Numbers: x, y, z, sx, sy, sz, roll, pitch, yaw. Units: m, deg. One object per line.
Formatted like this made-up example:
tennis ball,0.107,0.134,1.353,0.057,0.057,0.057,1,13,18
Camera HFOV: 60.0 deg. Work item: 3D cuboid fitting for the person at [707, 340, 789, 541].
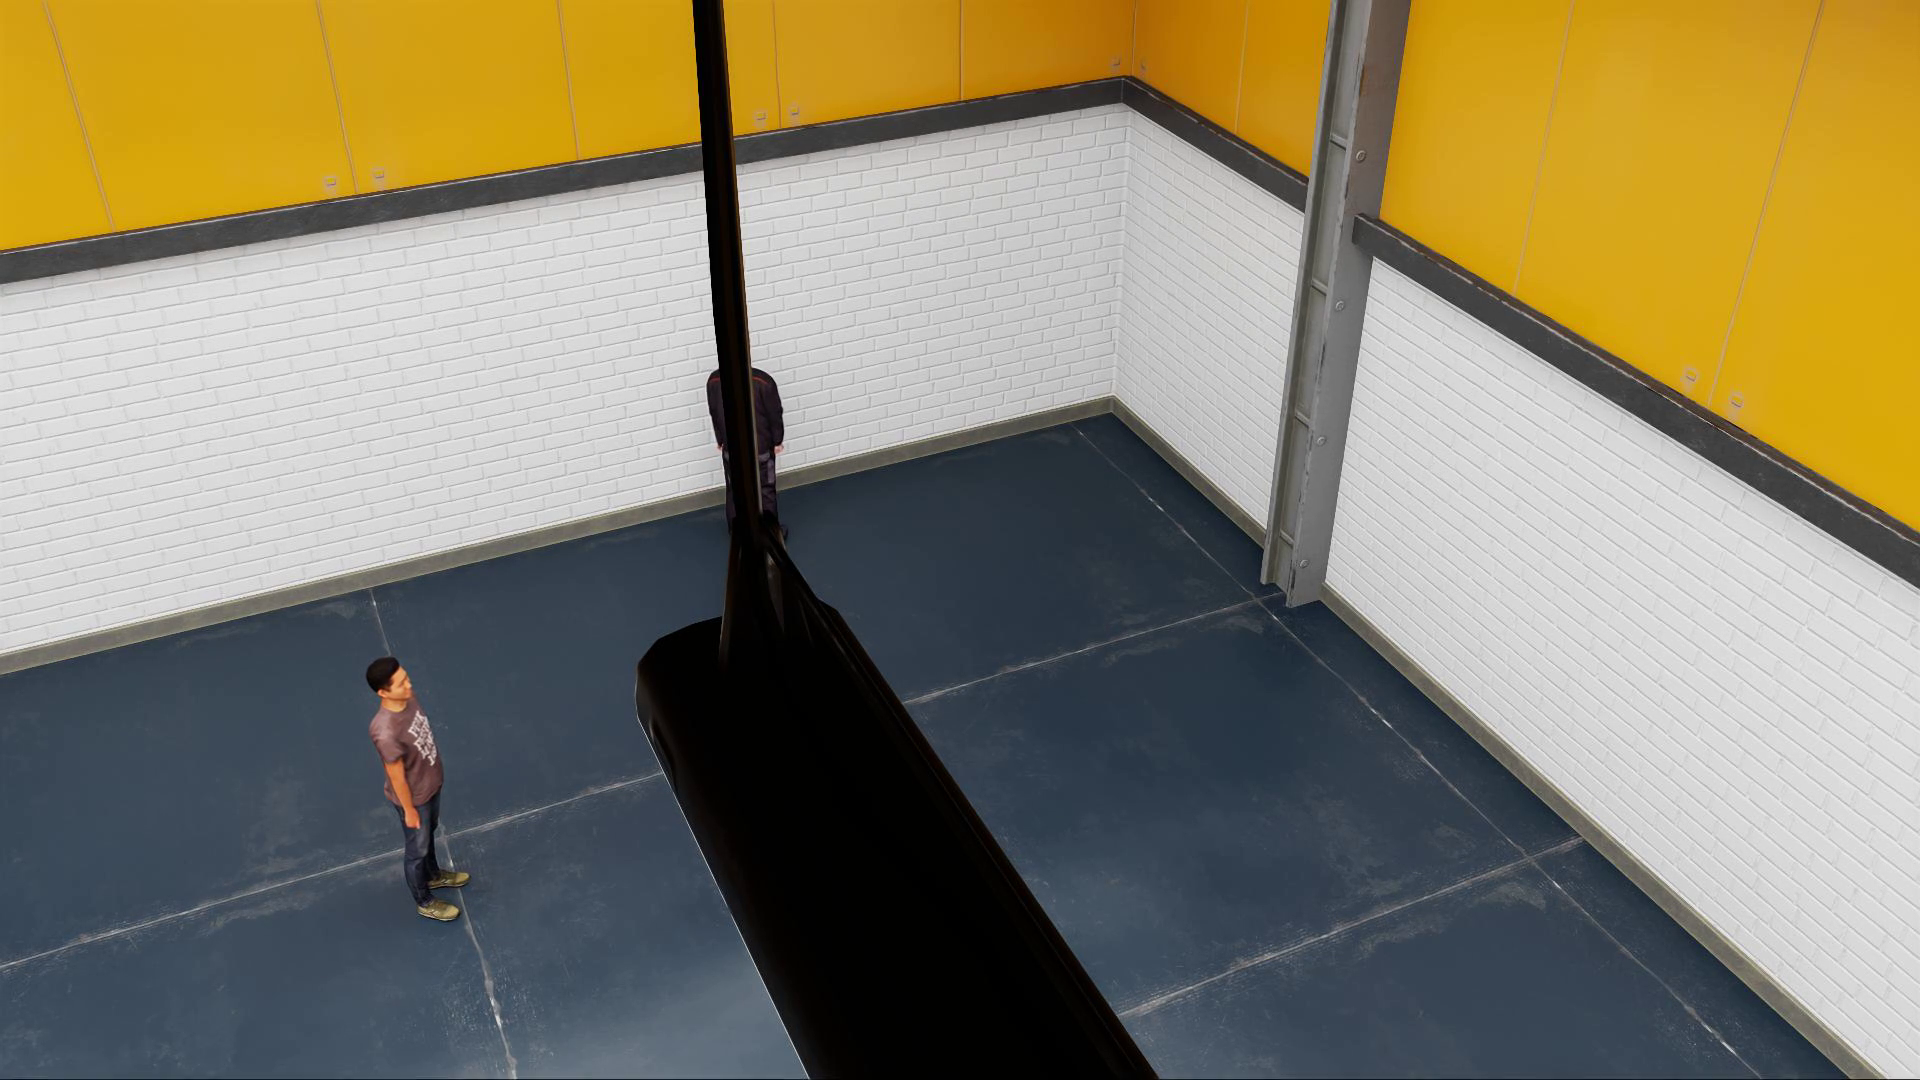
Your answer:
person,-1.611,-0.741,12.583,0.795,1.841,0.780,3,34,5

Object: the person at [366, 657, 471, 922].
person,-3.114,1.390,9.433,0.759,1.779,0.620,0,34,-1
